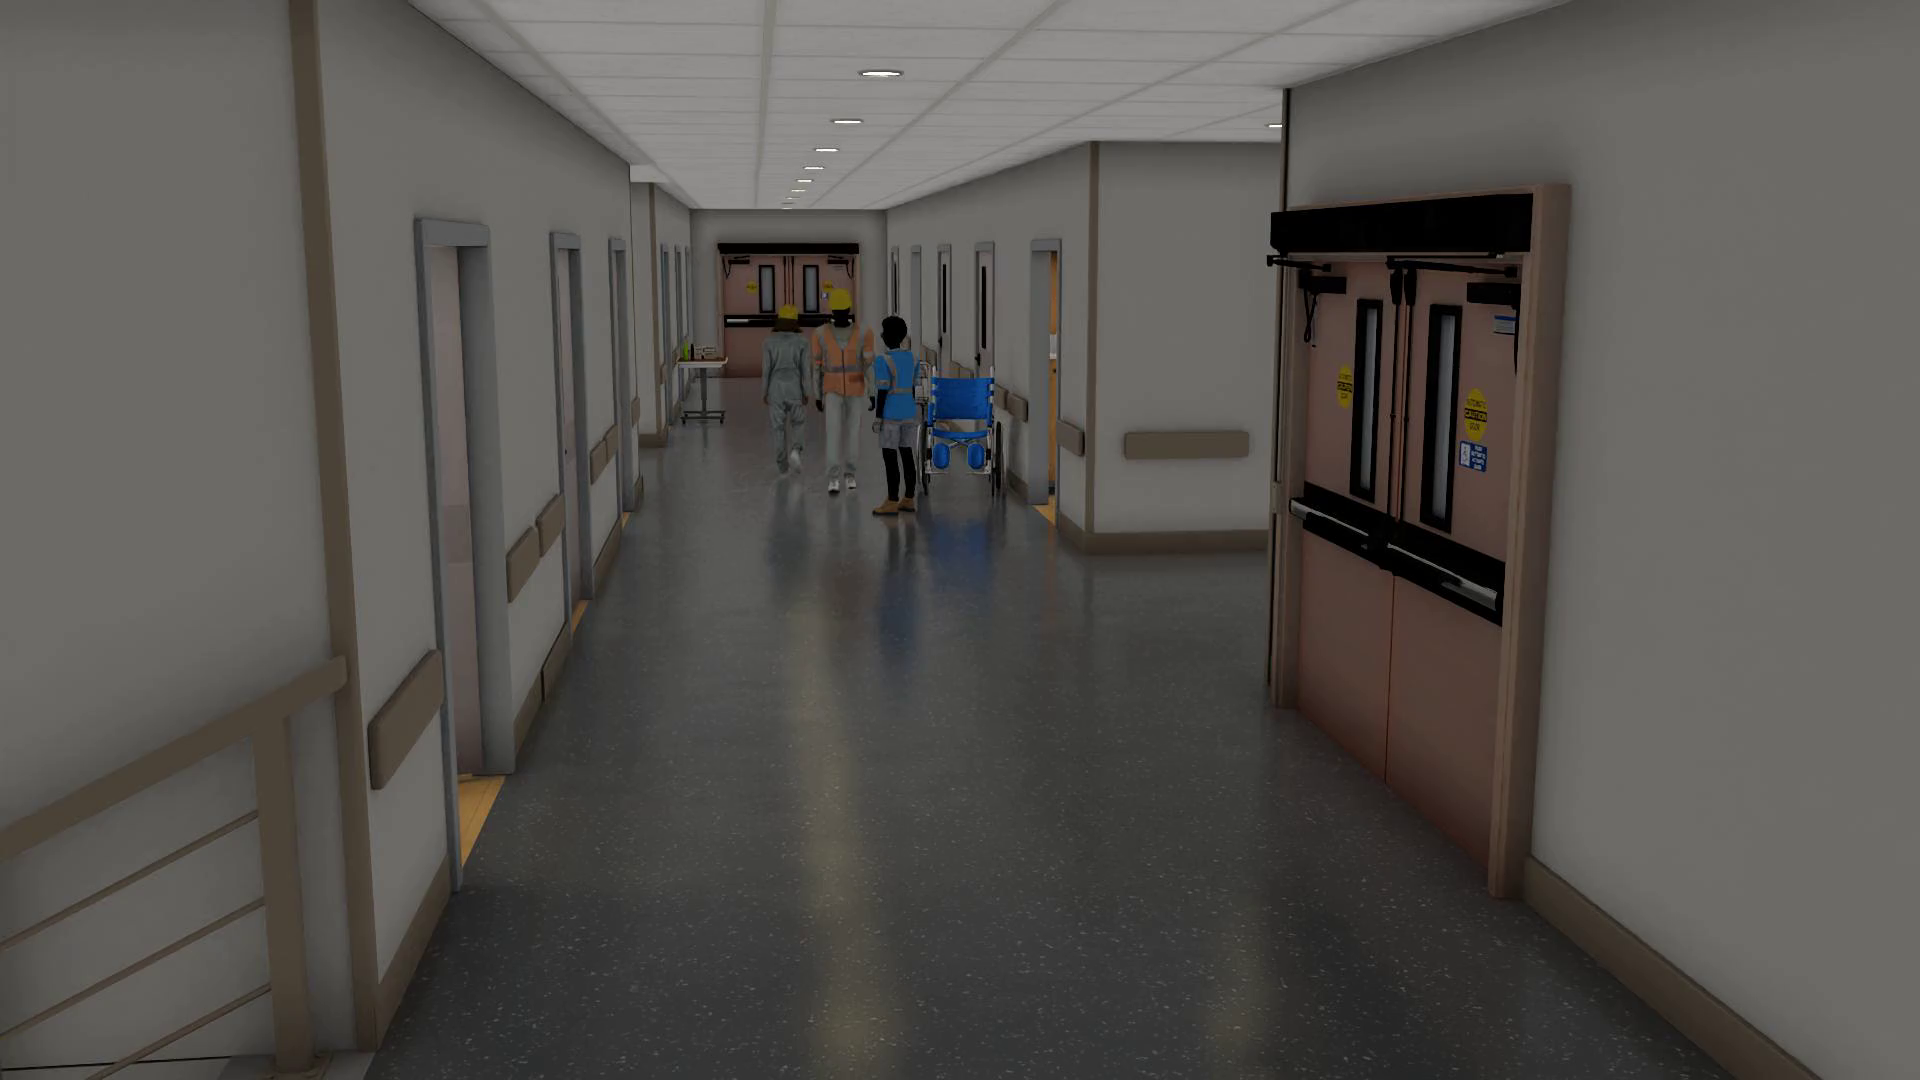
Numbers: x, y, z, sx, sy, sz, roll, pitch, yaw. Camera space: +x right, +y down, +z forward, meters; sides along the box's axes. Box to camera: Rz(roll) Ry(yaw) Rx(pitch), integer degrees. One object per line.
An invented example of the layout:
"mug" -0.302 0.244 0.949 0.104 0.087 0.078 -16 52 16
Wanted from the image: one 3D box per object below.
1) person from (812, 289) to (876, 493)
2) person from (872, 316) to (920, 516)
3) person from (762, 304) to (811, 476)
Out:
"person" -1.081 -1.381 15.524 0.599 1.890 0.873 -1 10 -4
"person" -0.556 -1.055 14.179 0.316 1.696 0.540 7 12 35
"person" -1.730 -1.482 16.582 0.489 1.726 0.451 -1 10 -4
